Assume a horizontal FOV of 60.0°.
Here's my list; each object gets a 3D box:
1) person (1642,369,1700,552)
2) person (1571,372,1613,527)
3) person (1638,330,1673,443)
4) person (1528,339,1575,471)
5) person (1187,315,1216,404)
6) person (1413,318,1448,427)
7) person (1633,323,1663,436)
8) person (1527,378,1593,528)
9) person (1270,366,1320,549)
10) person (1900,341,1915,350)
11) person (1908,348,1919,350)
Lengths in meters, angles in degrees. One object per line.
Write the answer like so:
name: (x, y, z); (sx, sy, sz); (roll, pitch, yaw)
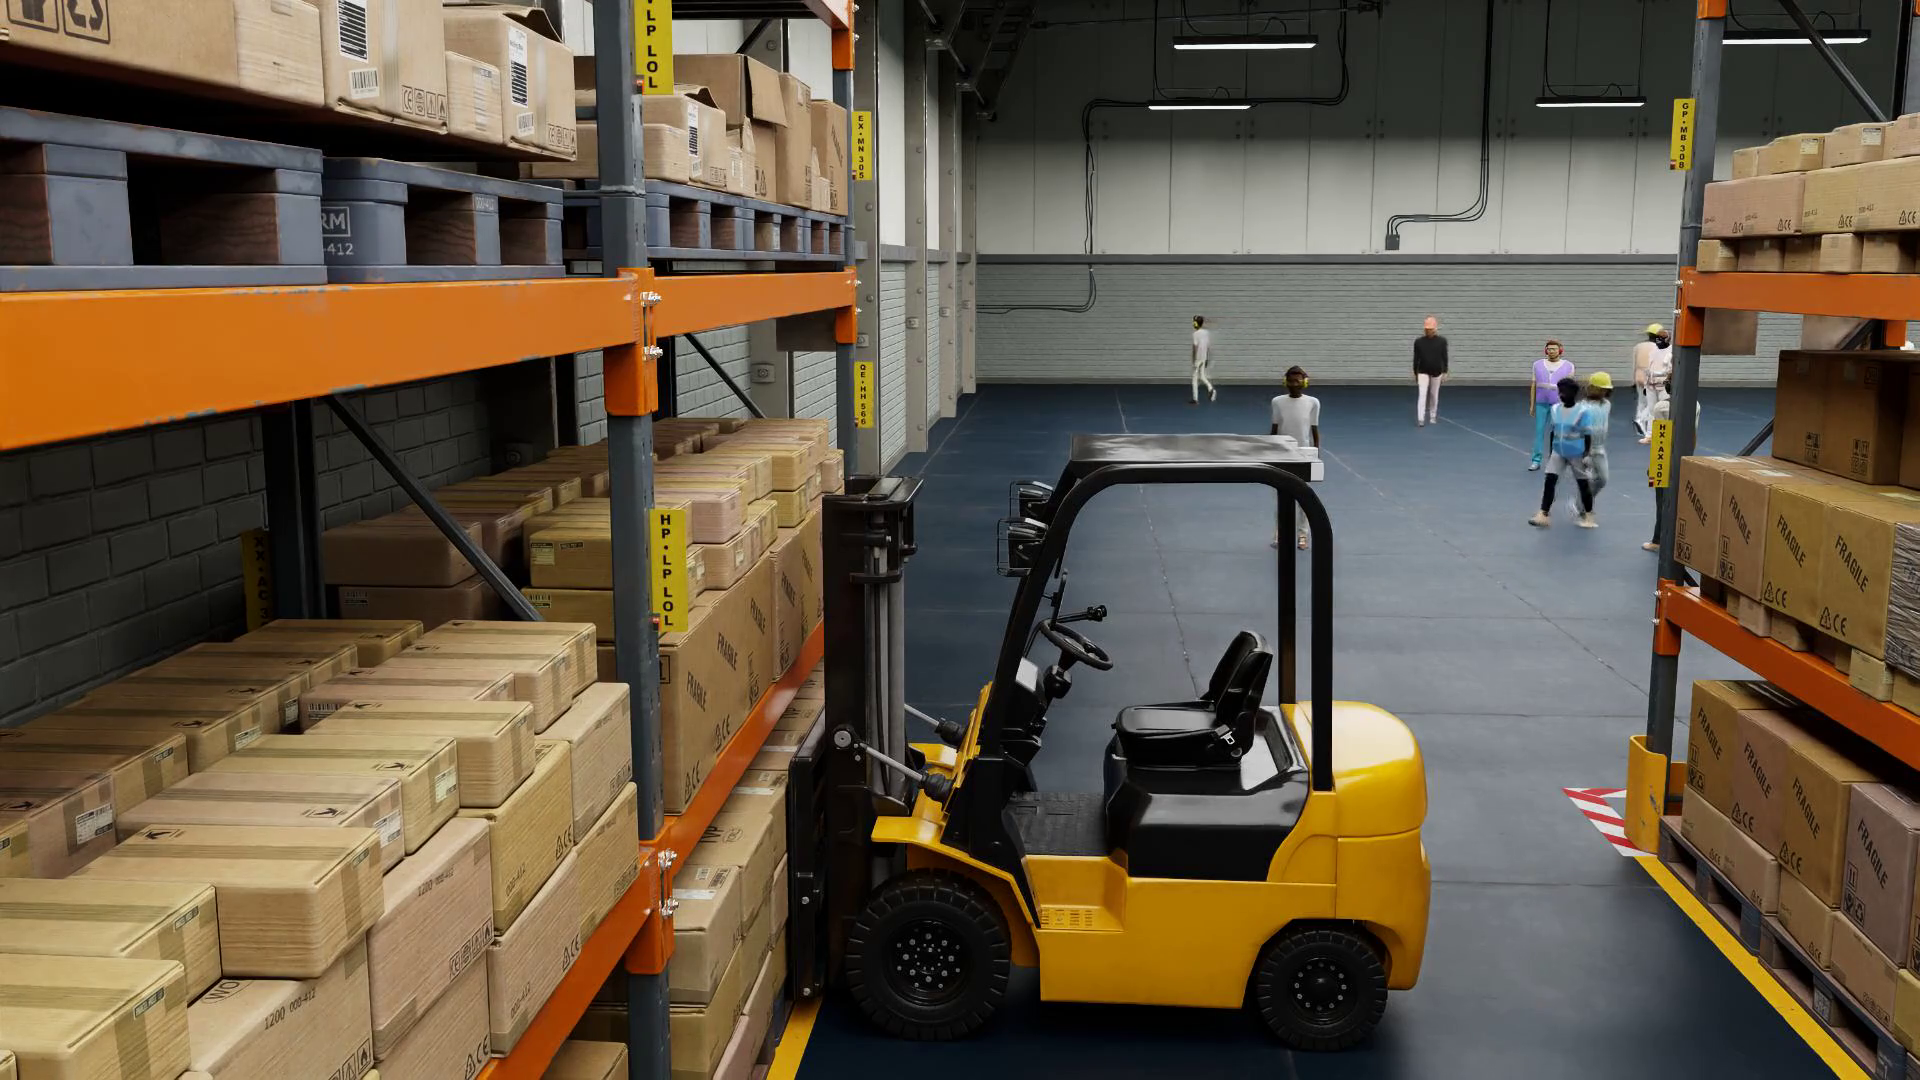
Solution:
person: (7.115, -0.793, 16.635); (0.506, 1.847, 0.345); (-3, 10, -17)
person: (6.920, -0.992, 18.252); (0.499, 1.718, 0.484); (-4, 10, -25)
person: (11.197, -2.438, 26.616); (0.429, 1.843, 0.633); (-5, 11, -28)
person: (8.236, -1.873, 23.178); (0.563, 1.847, 0.390); (5, 11, 27)
person: (4.996, -3.713, 34.329); (0.529, 1.850, 0.602); (-8, 12, -40)
person: (8.456, -3.026, 29.914); (0.608, 1.947, 1.002); (3, 10, 18)
person: (11.493, -2.670, 27.851); (0.514, 1.906, 0.610); (-7, 11, -35)
person: (6.567, -0.930, 18.071); (0.891, 1.642, 0.567); (-6, 11, -34)
person: (3.380, -0.835, 16.846); (0.514, 1.864, 0.321); (3, 10, 20)
person: (16.358, -2.859, 29.146); (0.577, 1.858, 0.898); (2, 10, 12)
person: (11.650, -1.376, 20.123); (0.470, 1.868, 0.769); (-1, 9, -6)
